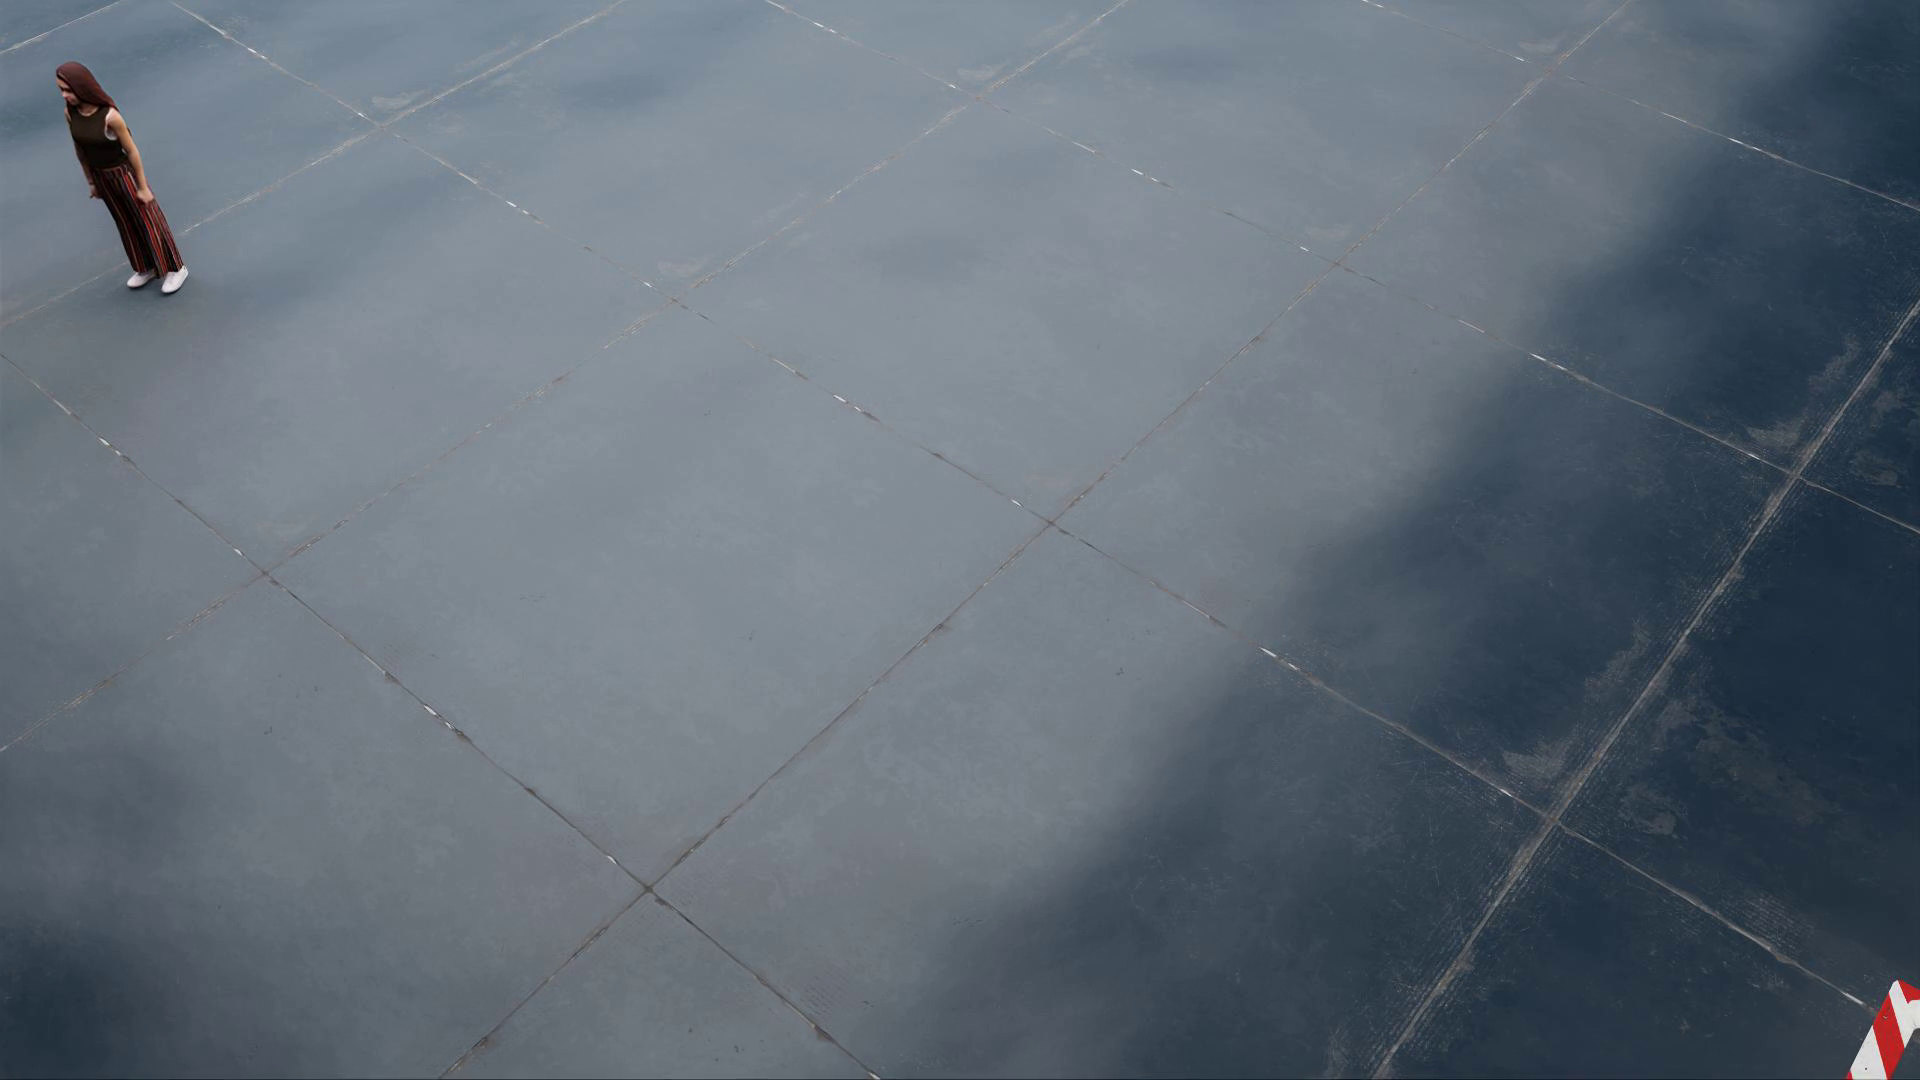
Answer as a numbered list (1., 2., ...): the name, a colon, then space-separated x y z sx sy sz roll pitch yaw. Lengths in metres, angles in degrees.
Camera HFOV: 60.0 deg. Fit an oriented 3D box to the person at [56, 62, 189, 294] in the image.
1. person: -5.067 -2.184 10.021 0.573 1.561 0.690 11 48 10
